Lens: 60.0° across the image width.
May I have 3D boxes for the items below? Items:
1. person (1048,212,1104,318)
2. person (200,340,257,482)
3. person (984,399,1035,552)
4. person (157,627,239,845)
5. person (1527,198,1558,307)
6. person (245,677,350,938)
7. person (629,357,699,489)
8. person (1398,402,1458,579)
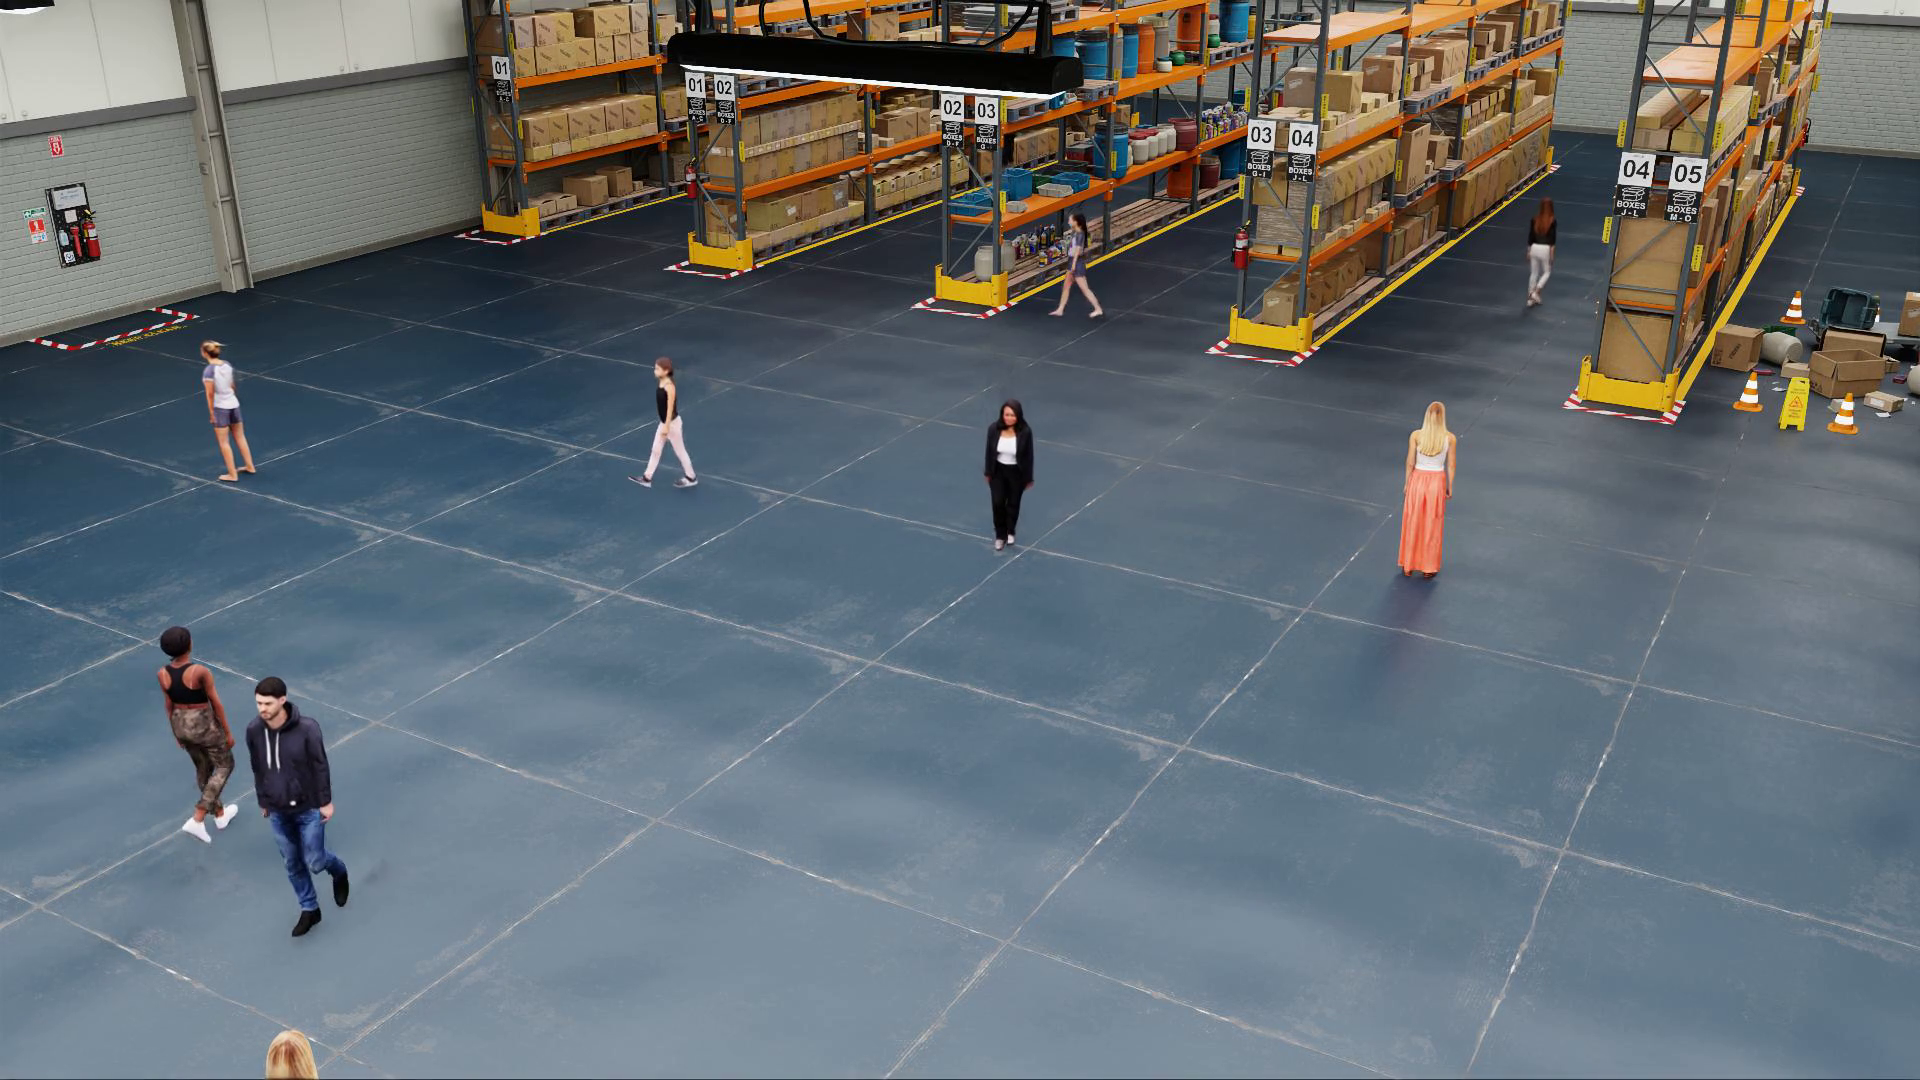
[{"bbox_3d":[1.868,-4.107,25.097,1.014,1.608,1.088,0,23,1],"label":"person"},{"bbox_3d":[-8.354,-1.483,18.916,0.674,1.616,0.526,8,24,18],"label":"person"},{"bbox_3d":[0.510,-0.710,17.117,0.817,1.601,0.860,1,23,2],"label":"person"},{"bbox_3d":[-5.513,1.430,11.979,0.805,1.684,1.013,3,23,6],"label":"person"},{"bbox_3d":[8.973,-4.434,25.760,0.676,1.690,0.703,20,30,39],"label":"person"},{"bbox_3d":[-4.371,1.709,11.070,0.840,1.882,0.928,3,23,8],"label":"person"},{"bbox_3d":[-3.174,-1.292,18.577,1.057,1.529,0.877,-12,26,-25],"label":"person"},{"bbox_3d":[4.596,-0.498,16.361,0.664,1.803,0.628,8,24,18],"label":"person"}]
